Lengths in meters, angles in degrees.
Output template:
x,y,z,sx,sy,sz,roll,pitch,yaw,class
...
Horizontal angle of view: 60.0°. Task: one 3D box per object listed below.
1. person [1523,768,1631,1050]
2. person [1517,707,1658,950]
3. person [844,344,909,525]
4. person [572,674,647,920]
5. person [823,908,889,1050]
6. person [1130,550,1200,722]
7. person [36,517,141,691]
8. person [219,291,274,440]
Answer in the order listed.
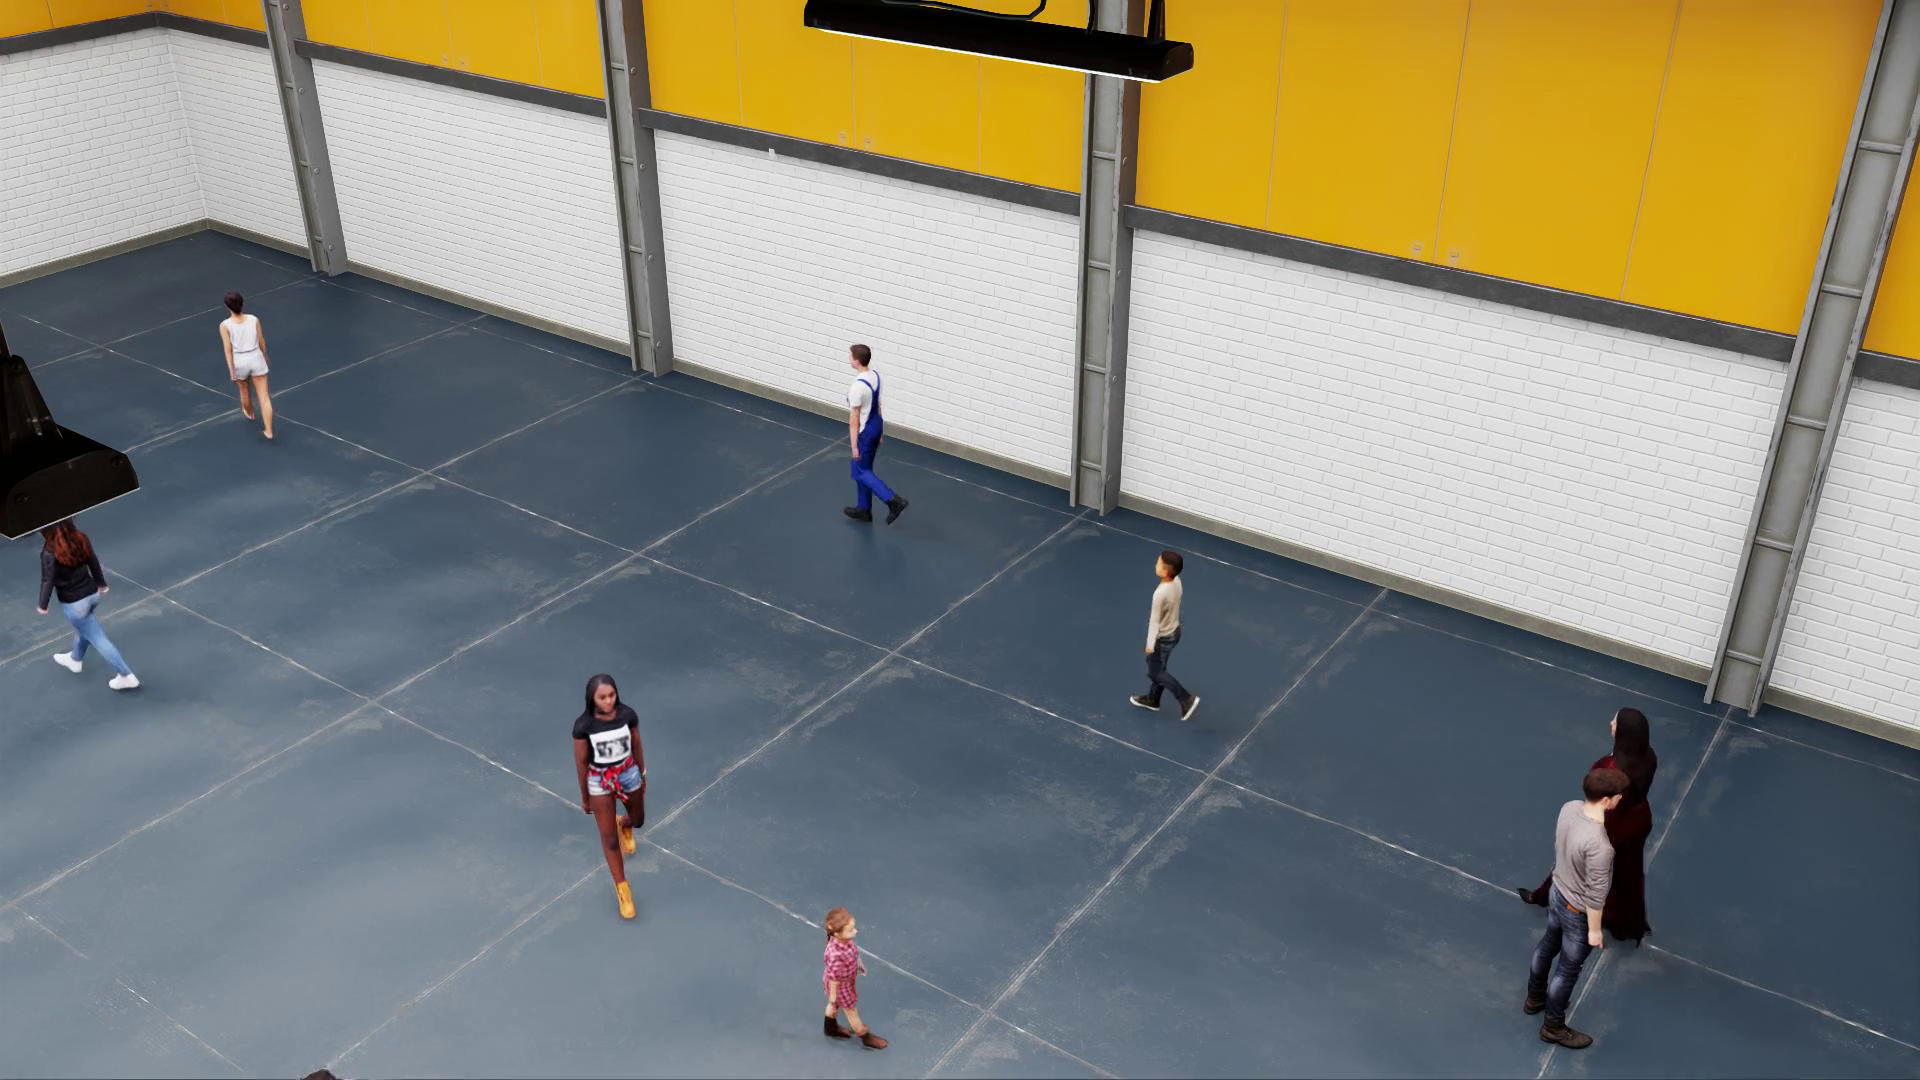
x,y,z,sx,sy,sz,roll,pitch,yaw,class
3.644,2.153,9.863,0.806,1.903,0.770,-2,29,-3,person
4.252,1.882,10.557,0.825,1.714,1.151,-24,37,-37,person
-0.802,-0.954,15.633,1.004,1.831,0.634,17,33,28,person
-2.319,1.607,11.072,0.910,1.705,1.131,-14,32,-24,person
-0.754,2.604,9.969,0.703,1.010,0.556,7,29,13,person
1.632,0.762,12.882,0.844,1.453,0.615,15,32,25,person
-6.924,0.503,13.209,1.175,1.594,0.900,7,29,12,person
-7.450,-1.802,17.468,0.867,1.563,1.143,-17,33,-28,person
